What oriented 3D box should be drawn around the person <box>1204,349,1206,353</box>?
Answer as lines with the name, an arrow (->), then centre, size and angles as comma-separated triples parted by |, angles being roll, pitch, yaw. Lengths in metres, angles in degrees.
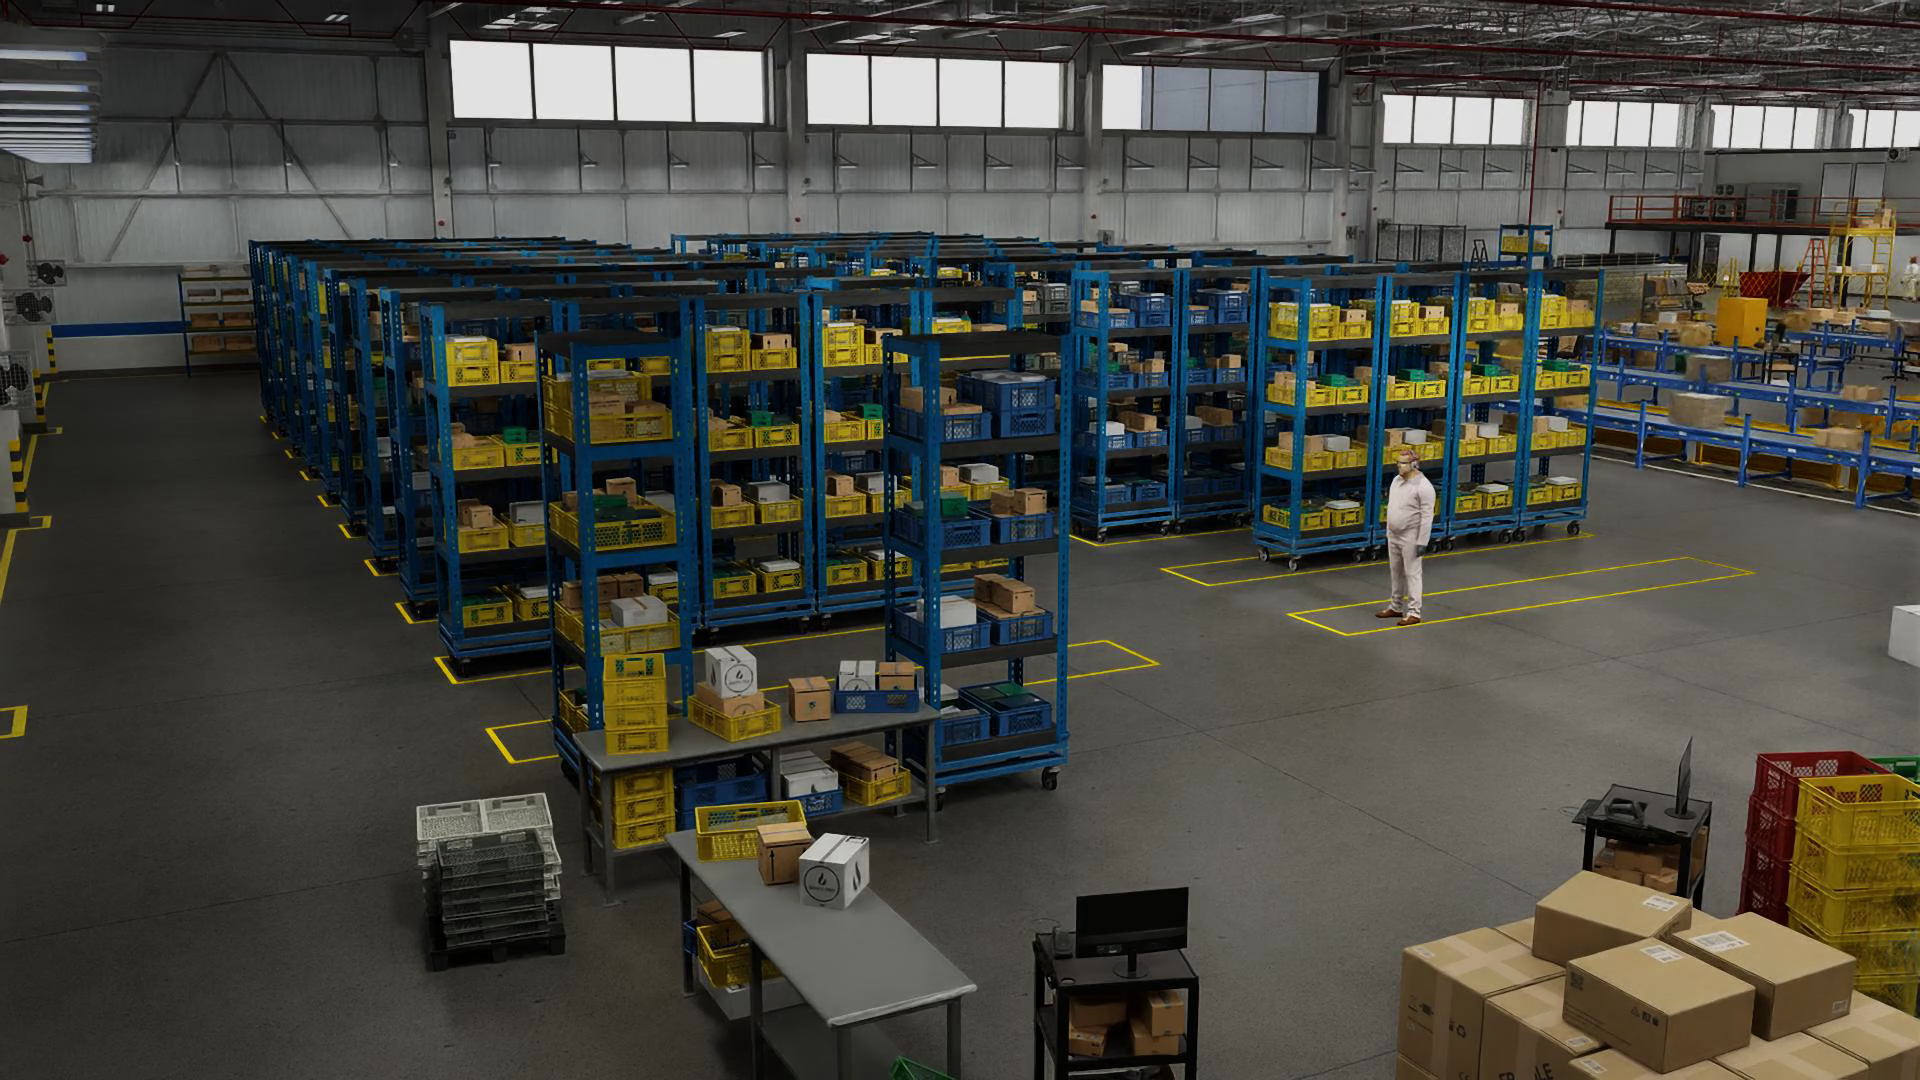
person -> 5.643, -4.001, 36.724 | 0.625, 1.817, 0.424 | -5, 13, -23

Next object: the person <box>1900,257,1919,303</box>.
person -> 38.198, -10.451, 66.849 | 0.599, 1.833, 0.970 | -3, 12, -13

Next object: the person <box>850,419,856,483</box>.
person -> -1.212, -1.033, 22.487 | 0.602, 1.977, 0.434 | -6, 14, -27

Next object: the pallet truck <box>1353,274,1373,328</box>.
pallet truck -> 13.011, -8.050, 55.243 | 0.823, 1.965, 1.885 | -7, 14, -28

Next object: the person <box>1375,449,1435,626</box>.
person -> 4.801, -0.035, 17.968 | 0.406, 1.906, 0.654 | -5, 13, -22
